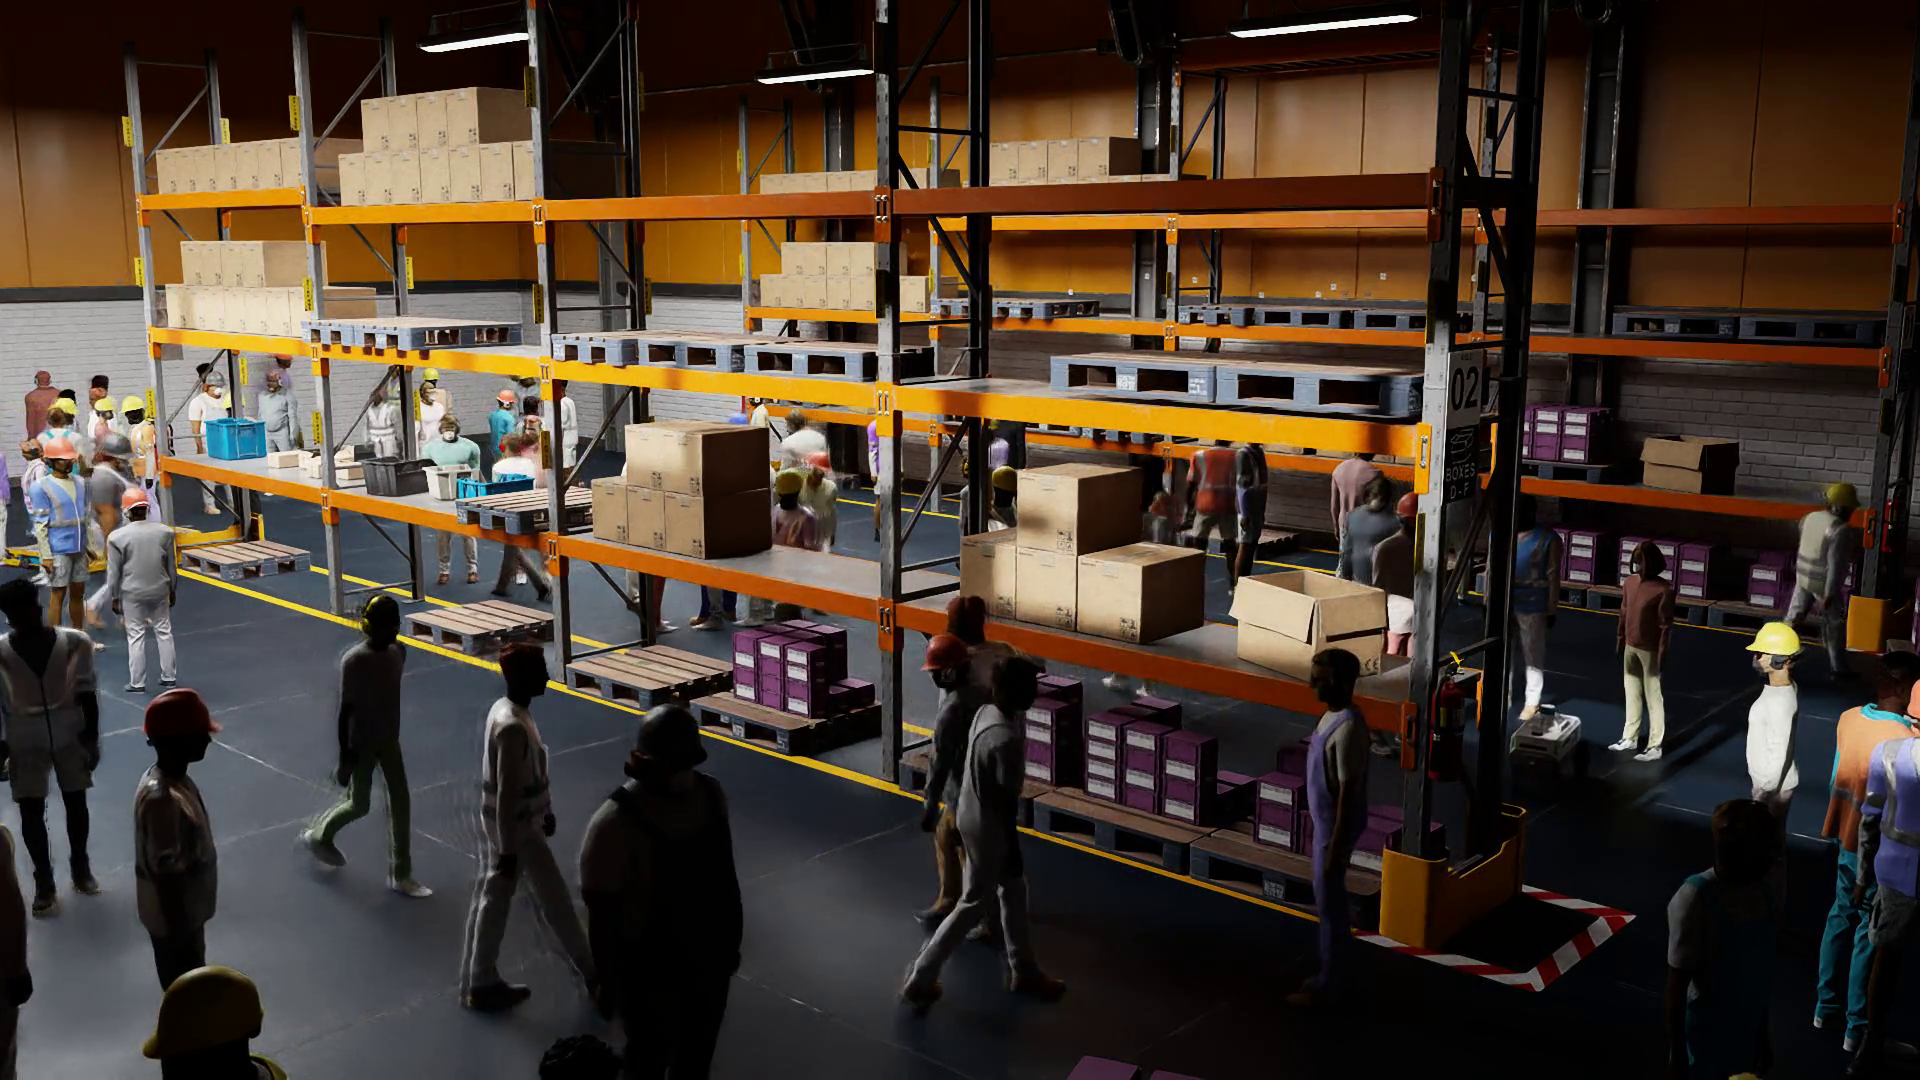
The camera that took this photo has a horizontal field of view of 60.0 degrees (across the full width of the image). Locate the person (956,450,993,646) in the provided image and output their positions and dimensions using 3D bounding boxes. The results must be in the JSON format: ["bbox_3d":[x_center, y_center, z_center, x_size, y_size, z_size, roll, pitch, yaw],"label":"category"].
[{"bbox_3d":[0.117,0.075,15.751,0.320,1.871,0.533,5,11,28],"label":"person"}]

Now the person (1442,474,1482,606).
[{"bbox_3d":[5.182,-0.178,17.506,0.574,1.749,0.333,1,10,3],"label":"person"}]

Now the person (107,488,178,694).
[{"bbox_3d":[-6.939,0.425,14.125,0.350,1.744,0.566,9,14,42],"label":"person"}]

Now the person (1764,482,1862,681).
[{"bbox_3d":[7.412,0.368,14.383,0.904,1.787,0.605,-3,10,-15],"label":"person"}]

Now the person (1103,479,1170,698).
[{"bbox_3d":[1.490,0.403,13.986,0.515,1.835,0.781,-3,11,-18],"label":"person"}]

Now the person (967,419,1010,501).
[{"bbox_3d":[0.292,-0.577,19.401,0.681,1.888,0.369,9,13,42],"label":"person"}]

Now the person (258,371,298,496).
[{"bbox_3d":[-10.335,-1.605,25.177,0.642,1.900,0.400,2,10,13],"label":"person"}]

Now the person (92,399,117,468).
[{"bbox_3d":[-11.362,-1.002,22.160,0.333,1.761,0.528,-5,11,-24],"label":"person"}]

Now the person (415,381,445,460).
[{"bbox_3d":[-7.275,-1.207,22.803,0.352,1.937,0.635,5,11,26],"label":"person"}]

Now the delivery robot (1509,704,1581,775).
[{"bbox_3d":[4.125,1.400,11.708,0.477,0.478,0.707,7,12,33],"label":"delivery robot"}]

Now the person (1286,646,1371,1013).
[{"bbox_3d":[1.824,1.425,8.205,0.349,1.850,0.511,1,10,5],"label":"person"}]

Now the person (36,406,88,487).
[{"bbox_3d":[-11.121,-0.750,20.615,0.514,1.809,0.915,-5,11,-25],"label":"person"}]

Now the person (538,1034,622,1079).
[{"bbox_3d":[-1.009,2.146,4.532,0.532,1.696,0.319,-4,11,-19],"label":"person"}]

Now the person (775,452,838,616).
[{"bbox_3d":[-1.587,-0.070,17.080,0.679,1.703,0.523,-2,10,-13],"label":"person"}]

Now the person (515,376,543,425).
[{"bbox_3d":[-7.260,-2.018,27.978,0.489,1.731,0.325,2,10,14],"label":"person"}]

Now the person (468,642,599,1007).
[{"bbox_3d":[-2.052,1.408,8.272,0.924,1.843,0.611,-3,11,-18],"label":"person"}]

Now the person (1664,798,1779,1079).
[{"bbox_3d":[2.747,1.811,6.046,0.501,1.839,0.346,-6,11,-29],"label":"person"}]

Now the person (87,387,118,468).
[{"bbox_3d":[-11.619,-1.137,22.599,0.570,1.876,0.339,8,13,37],"label":"person"}]

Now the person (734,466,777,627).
[{"bbox_3d":[-2.071,-0.088,16.572,0.403,1.906,0.652,3,11,19],"label":"person"}]

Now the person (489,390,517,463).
[{"bbox_3d":[-6.473,-1.271,23.738,0.573,1.738,0.352,9,14,42],"label":"person"}]

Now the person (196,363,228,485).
[{"bbox_3d":[-11.842,-1.852,26.425,0.706,1.945,0.538,6,12,30],"label":"person"}]

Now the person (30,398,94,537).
[{"bbox_3d":[-11.520,-0.913,21.393,1.040,1.856,0.598,-3,11,-18],"label":"person"}]

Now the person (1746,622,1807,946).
[{"bbox_3d":[4.380,1.316,9.028,0.313,1.769,0.523,5,11,26],"label":"person"}]

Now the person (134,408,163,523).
[{"bbox_3d":[-10.224,-0.806,21.089,0.319,1.743,0.488,6,12,32],"label":"person"}]

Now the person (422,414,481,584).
[{"bbox_3d":[-5.663,-0.454,18.595,0.627,1.929,0.380,-2,10,-14],"label":"person"}]

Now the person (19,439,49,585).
[{"bbox_3d":[-10.320,-0.322,18.650,0.309,1.640,0.511,-8,13,-37],"label":"person"}]

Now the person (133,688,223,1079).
[{"bbox_3d":[-3.295,1.578,7.101,0.380,1.933,0.545,-4,11,-20],"label":"person"}]

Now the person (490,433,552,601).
[{"bbox_3d":[-4.712,-0.242,17.779,0.892,1.799,0.588,5,11,27],"label":"person"}]

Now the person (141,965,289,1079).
[{"bbox_3d":[-1.914,2.047,4.471,0.400,1.919,0.590,-6,12,-29],"label":"person"}]

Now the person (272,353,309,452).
[{"bbox_3d":[-11.600,-2.307,28.846,0.613,2.007,0.944,10,14,44],"label":"person"}]

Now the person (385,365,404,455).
[{"bbox_3d":[-10.191,-2.356,30.147,0.522,1.639,0.305,4,11,20],"label":"person"}]

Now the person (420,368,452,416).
[{"bbox_3d":[-8.029,-1.667,25.428,0.358,1.930,0.584,8,13,38],"label":"person"}]

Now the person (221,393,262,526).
[{"bbox_3d":[-9.235,-0.947,21.378,0.589,1.924,0.383,3,10,14],"label":"person"}]
